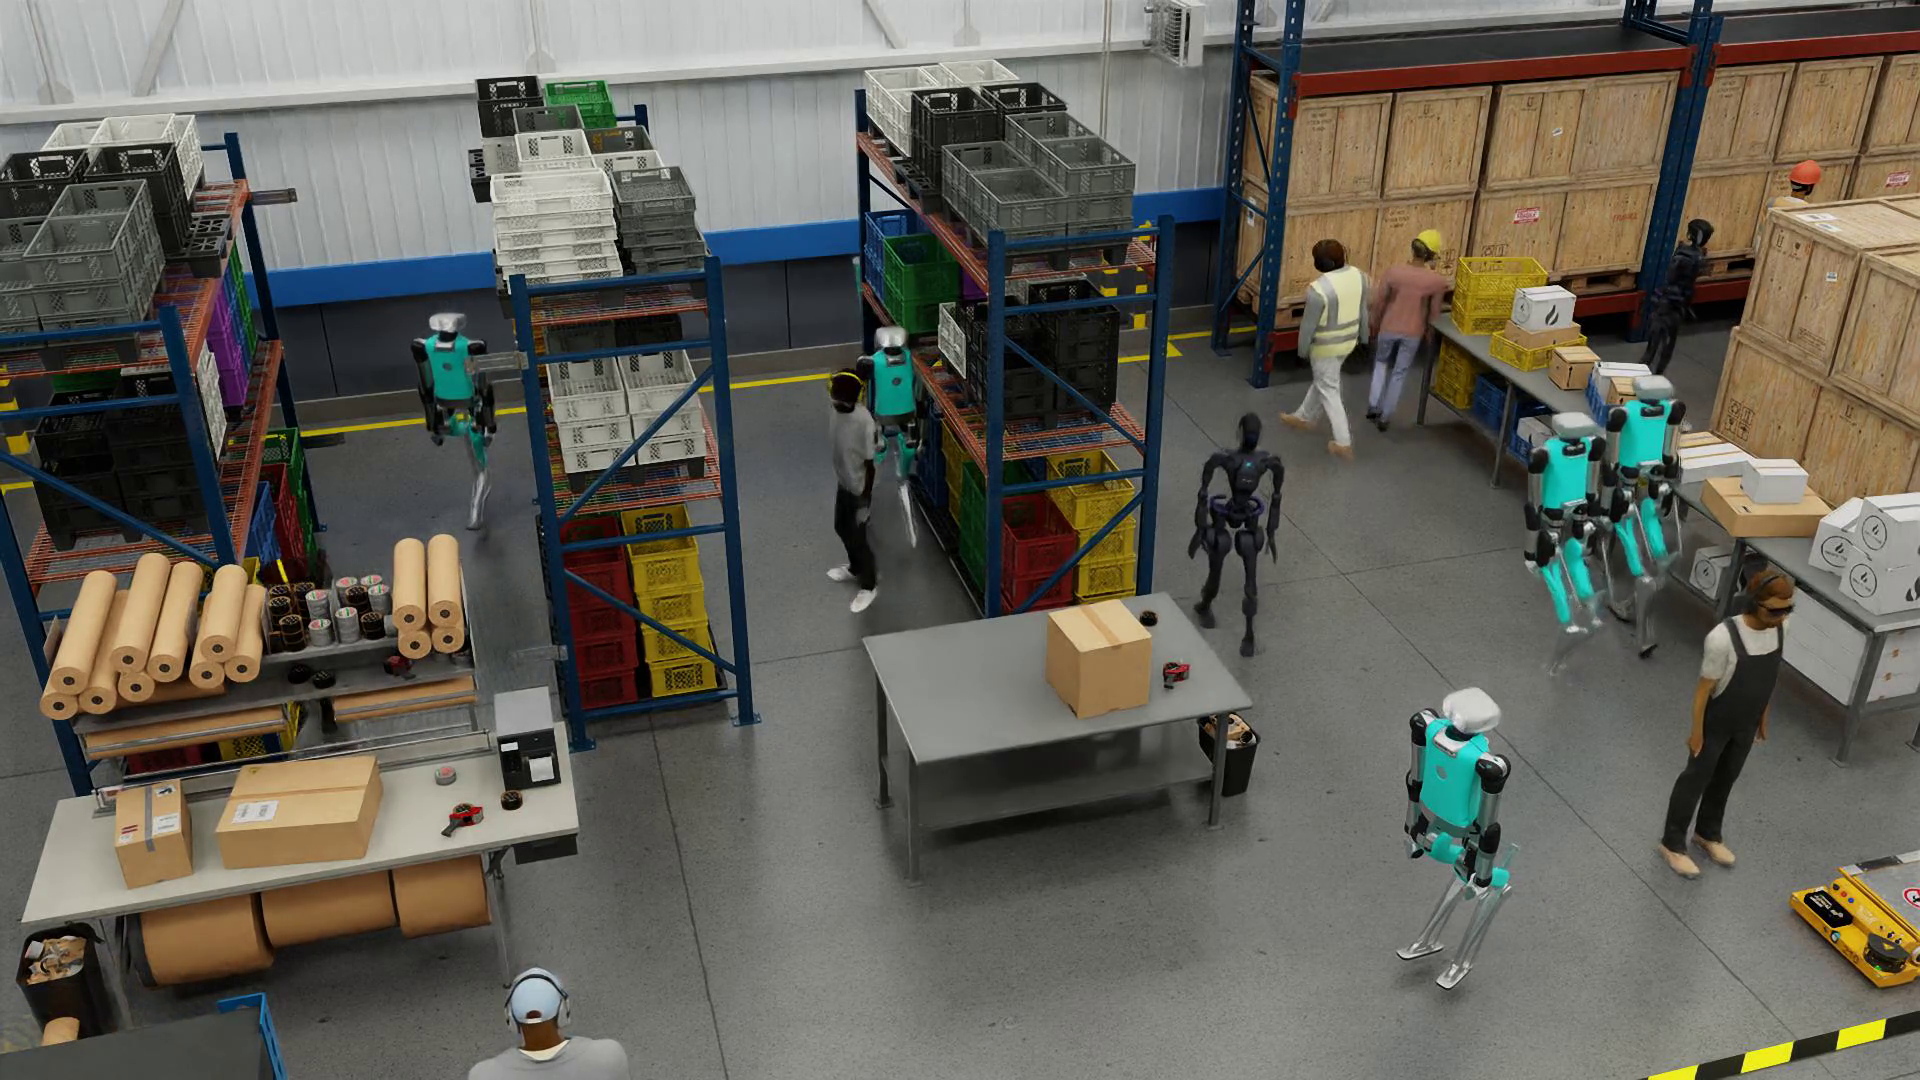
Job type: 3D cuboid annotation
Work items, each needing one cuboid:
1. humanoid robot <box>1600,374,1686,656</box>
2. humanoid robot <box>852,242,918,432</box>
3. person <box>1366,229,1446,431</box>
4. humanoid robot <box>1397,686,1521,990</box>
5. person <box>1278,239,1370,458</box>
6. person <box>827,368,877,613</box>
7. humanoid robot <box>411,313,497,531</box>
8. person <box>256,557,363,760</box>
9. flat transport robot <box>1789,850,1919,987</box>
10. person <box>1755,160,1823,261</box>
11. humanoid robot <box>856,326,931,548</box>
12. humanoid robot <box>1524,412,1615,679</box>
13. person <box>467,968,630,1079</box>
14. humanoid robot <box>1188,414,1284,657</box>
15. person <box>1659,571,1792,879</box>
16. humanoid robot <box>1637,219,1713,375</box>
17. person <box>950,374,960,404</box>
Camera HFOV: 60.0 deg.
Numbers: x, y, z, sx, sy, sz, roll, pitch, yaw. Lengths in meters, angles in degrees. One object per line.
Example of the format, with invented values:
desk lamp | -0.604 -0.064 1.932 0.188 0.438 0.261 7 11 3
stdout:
humanoid robot | 4.533 -0.091 10.885 0.548 1.855 0.874 -5 29 -10
humanoid robot | -0.440 -1.598 13.630 0.835 1.861 0.548 -3 29 -6
person | 3.688 -1.733 13.804 0.555 1.724 0.418 11 30 18
humanoid robot | 2.475 1.389 7.974 0.735 1.673 0.533 -17 33 -28
person | 2.991 -1.580 13.469 0.689 1.783 0.885 -21 35 -33
person | -0.728 -0.366 11.207 0.445 1.829 0.617 -18 33 -29
humanoid robot | -3.646 -0.924 12.306 0.549 1.730 1.014 0 29 0
person | -3.493 0.893 8.904 0.723 1.840 0.530 -4 29 -7
flat transport robot | 5.163 1.916 8.676 1.431 0.231 0.659 -8 30 -14
person | 7.346 -2.432 14.854 0.356 1.938 0.543 -17 33 -29
humanoid robot | -0.539 -0.793 12.163 0.530 1.814 0.811 -8 30 -14
humanoid robot | 3.856 0.139 10.451 0.558 1.843 0.676 -11 31 -18
person | -1.488 2.338 6.268 0.587 1.848 0.396 -7 30 -13
humanoid robot | 1.802 -0.066 10.842 0.584 1.638 0.644 -1 29 -1
person | 4.059 0.966 8.779 0.498 1.839 0.349 -10 30 -18
humanoid robot | 6.082 -1.986 14.321 0.609 1.645 0.465 -23 36 -35
person | 0.032 -1.712 13.567 0.393 1.916 0.592 0 29 0
